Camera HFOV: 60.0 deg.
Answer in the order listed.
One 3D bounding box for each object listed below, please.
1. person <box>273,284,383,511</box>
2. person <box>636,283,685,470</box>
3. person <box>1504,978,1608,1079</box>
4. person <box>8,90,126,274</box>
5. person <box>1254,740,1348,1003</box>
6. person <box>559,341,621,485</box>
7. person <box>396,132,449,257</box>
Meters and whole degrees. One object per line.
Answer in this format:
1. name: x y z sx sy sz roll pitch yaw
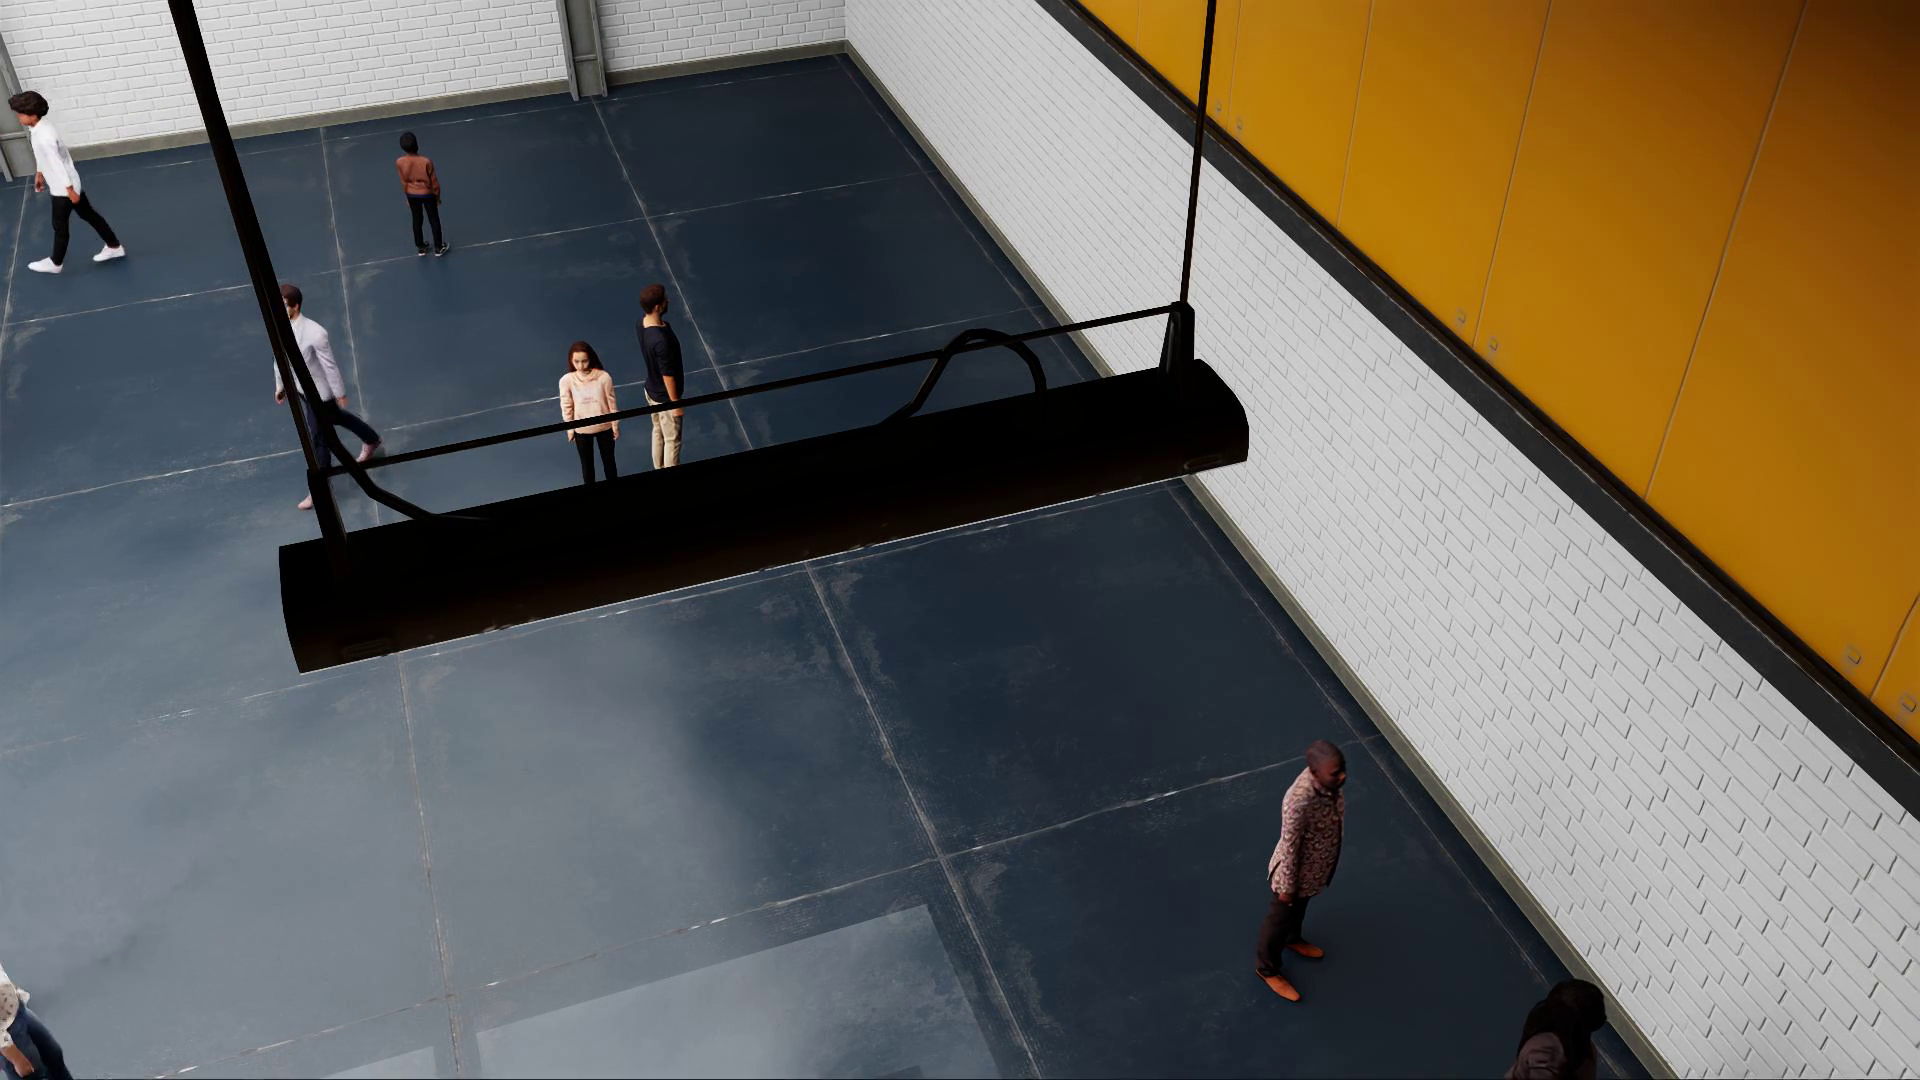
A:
1. person: -4.946 -1.223 12.932 1.103 1.815 1.283 24 44 27
2. person: -2.286 -1.133 12.789 0.574 1.853 0.657 -19 42 -22
3. person: 2.733 2.717 7.980 0.803 1.838 0.750 14 41 17
4. person: -8.375 -3.394 15.690 1.099 1.765 0.735 -18 42 -21
5. person: 1.887 1.766 9.195 0.835 1.808 0.736 23 44 26
6. person: -2.817 -0.876 12.762 0.479 1.484 0.644 -9 39 -11
7. person: -5.200 -3.333 16.025 0.518 1.252 0.637 2 39 2
